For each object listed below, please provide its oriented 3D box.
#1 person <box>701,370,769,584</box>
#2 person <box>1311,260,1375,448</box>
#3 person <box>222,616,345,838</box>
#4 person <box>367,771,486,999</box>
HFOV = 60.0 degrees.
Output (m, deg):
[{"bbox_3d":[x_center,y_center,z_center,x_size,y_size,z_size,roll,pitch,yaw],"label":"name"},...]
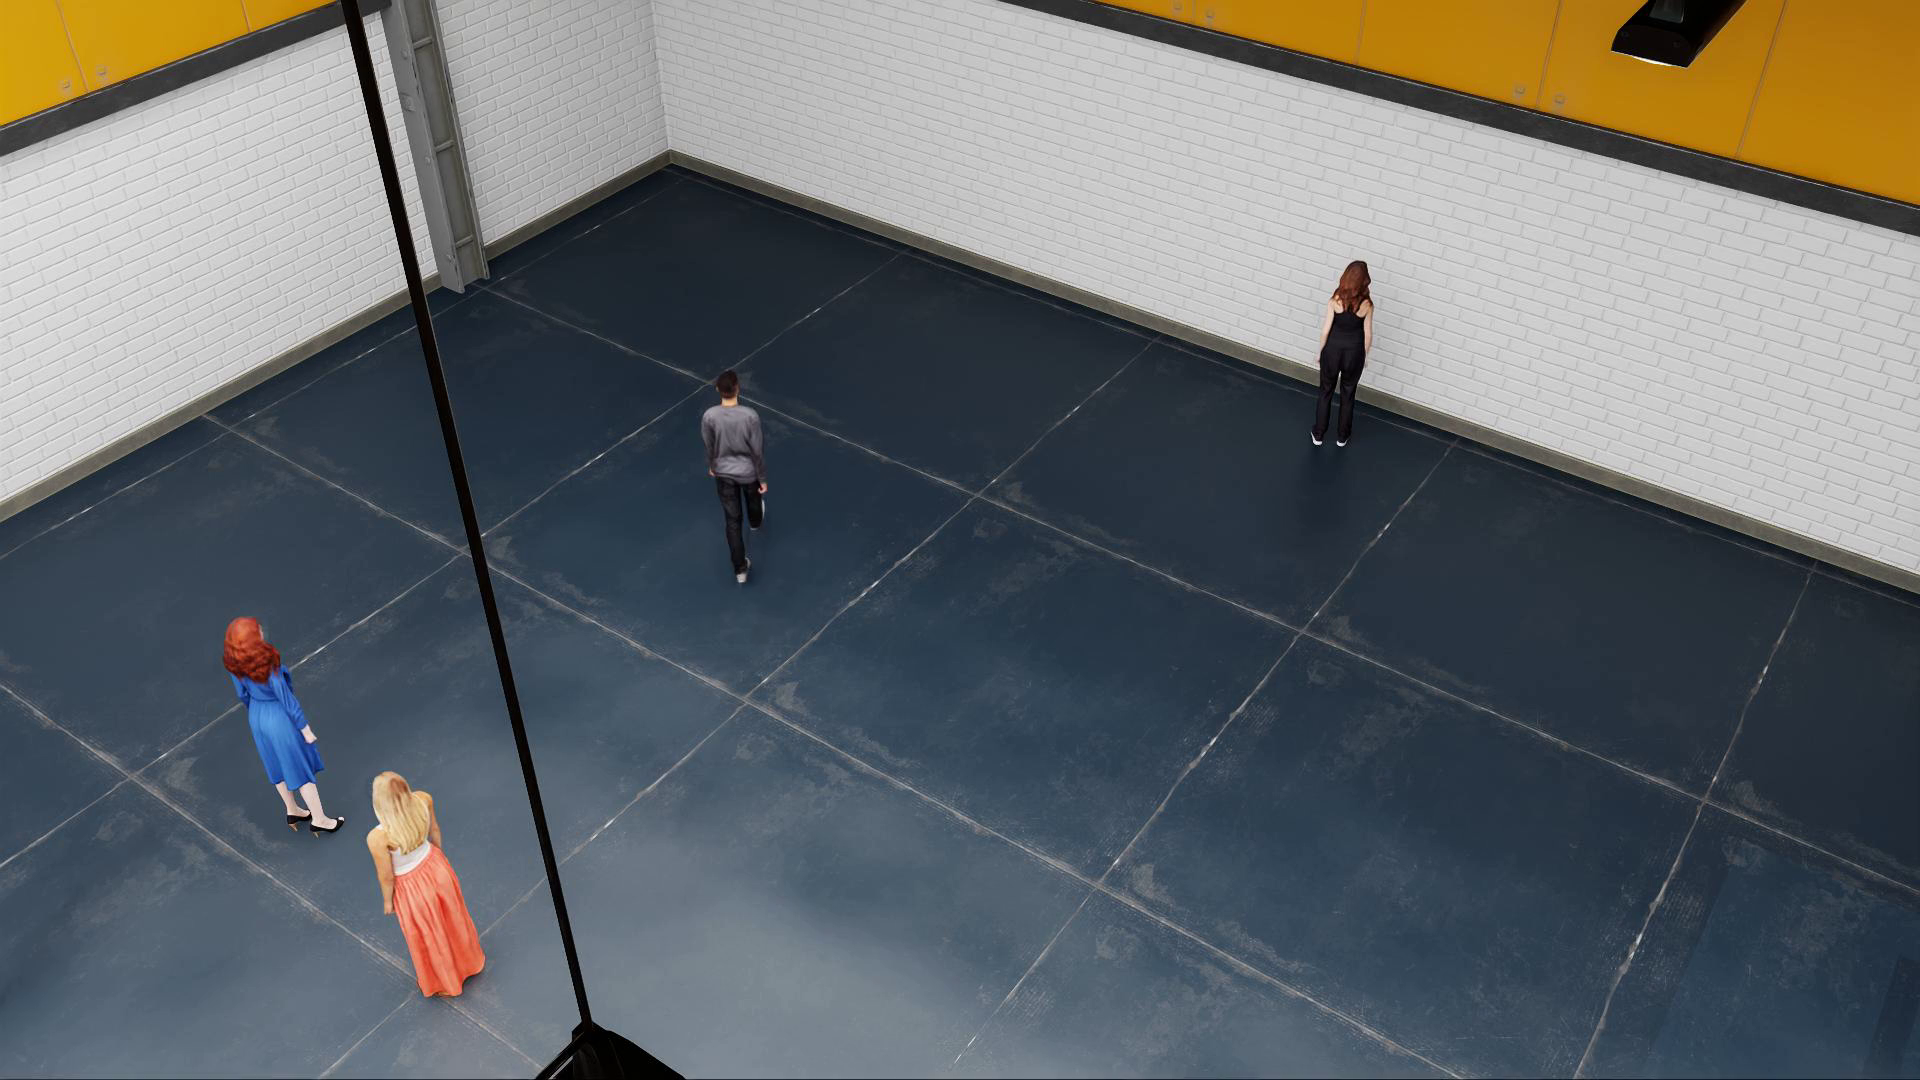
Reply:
[{"bbox_3d":[-1.709,-0.454,12.702,1.048,1.718,1.208,0,39,0],"label":"person"},{"bbox_3d":[3.240,-1.576,14.084,0.667,1.747,0.650,7,39,8],"label":"person"},{"bbox_3d":[-4.317,1.201,10.540,0.649,1.830,0.617,16,41,19],"label":"person"},{"bbox_3d":[-3.108,1.979,9.588,0.693,1.802,0.527,20,43,23],"label":"person"}]
